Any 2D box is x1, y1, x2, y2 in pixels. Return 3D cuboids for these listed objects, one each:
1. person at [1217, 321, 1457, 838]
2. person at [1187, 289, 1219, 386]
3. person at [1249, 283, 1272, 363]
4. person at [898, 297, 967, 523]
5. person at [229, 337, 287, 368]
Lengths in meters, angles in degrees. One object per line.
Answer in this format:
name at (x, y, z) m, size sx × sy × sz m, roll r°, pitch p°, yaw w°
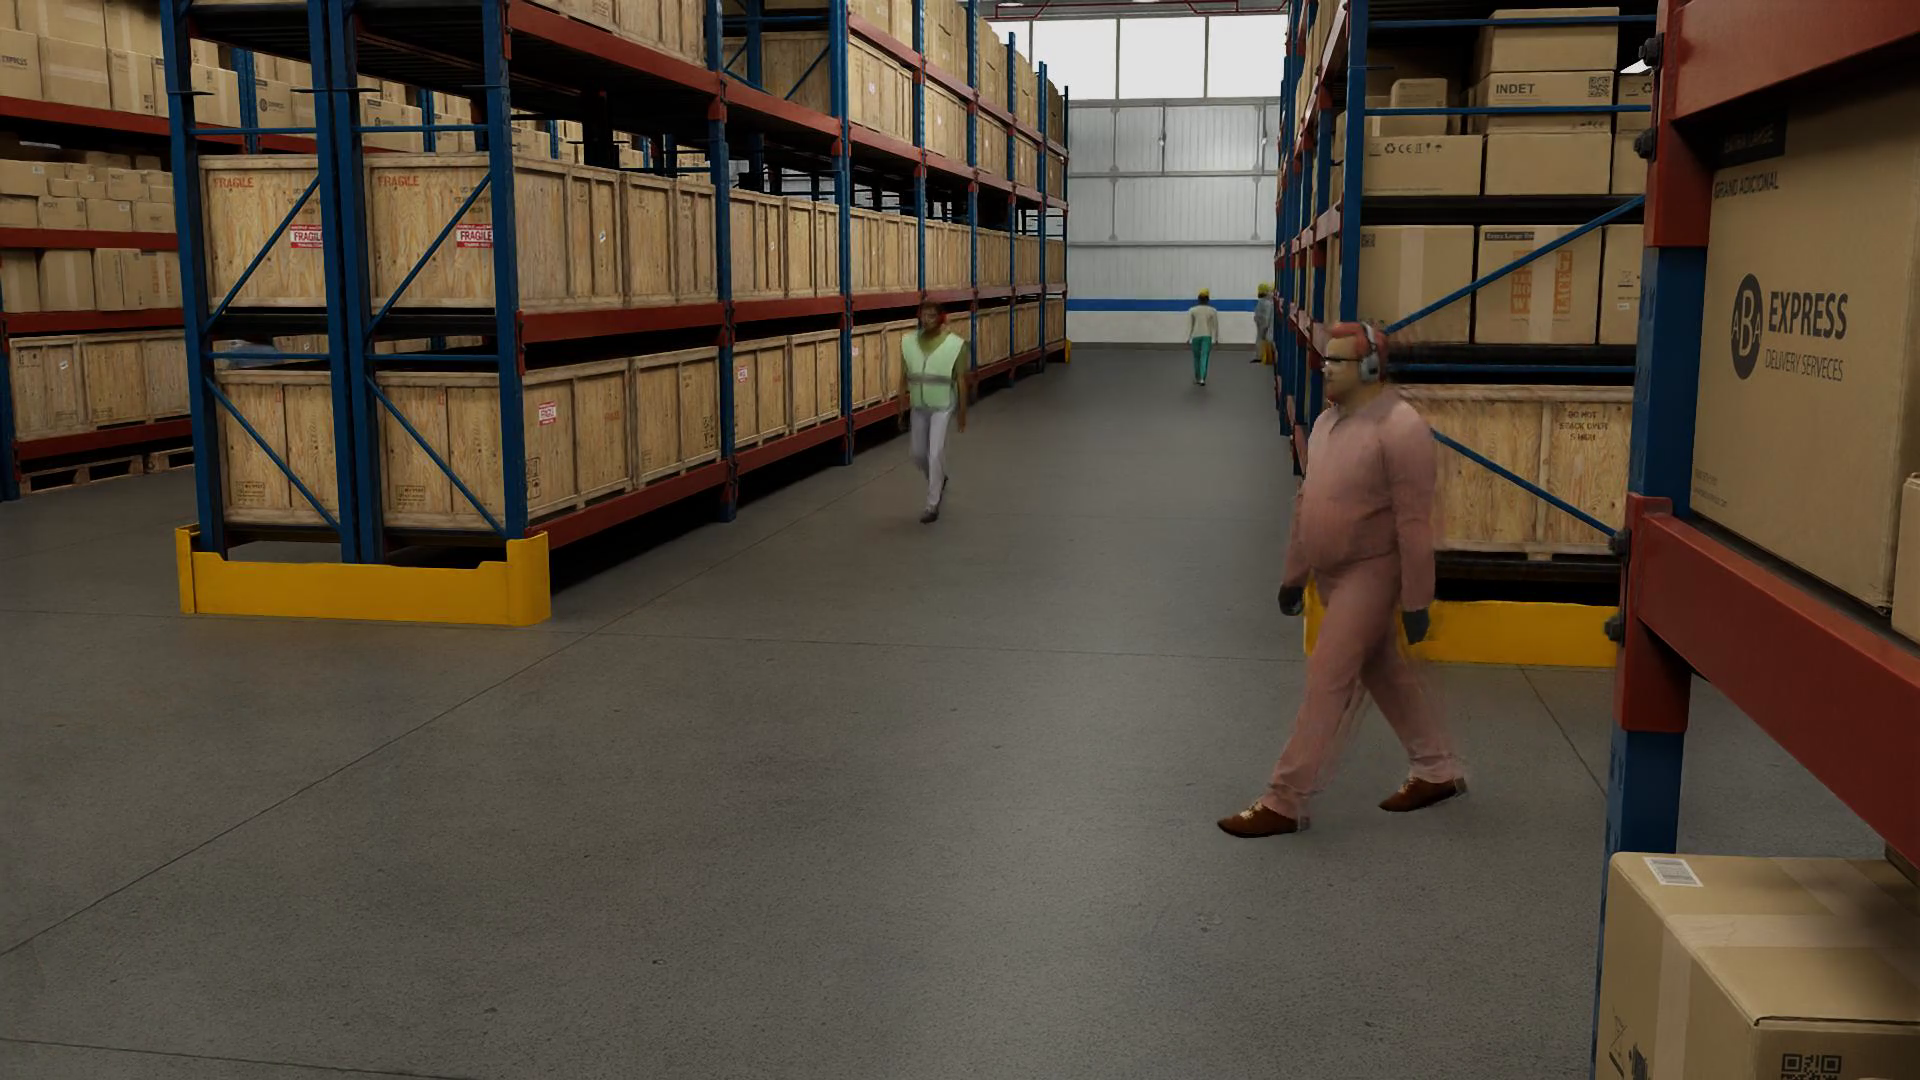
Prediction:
person at (1.432, 0.135, 6.058) m, size 1.024 × 1.857 × 0.653 m, roll -2°, pitch 9°, yaw -15°
person at (4.353, -3.632, 29.822) m, size 0.546 × 1.720 × 0.918 m, roll 2°, pitch 9°, yaw 14°
person at (6.820, -4.820, 37.025) m, size 0.637 × 1.792 × 0.624 m, roll 0°, pitch 9°, yaw -3°
person at (-0.207, -1.076, 13.602) m, size 0.581 × 1.827 × 0.621 m, roll 4°, pitch 10°, yaw 21°
person at (-6.463, -1.256, 15.415) m, size 0.527 × 1.609 × 0.616 m, roll -2°, pitch 9°, yaw -13°
